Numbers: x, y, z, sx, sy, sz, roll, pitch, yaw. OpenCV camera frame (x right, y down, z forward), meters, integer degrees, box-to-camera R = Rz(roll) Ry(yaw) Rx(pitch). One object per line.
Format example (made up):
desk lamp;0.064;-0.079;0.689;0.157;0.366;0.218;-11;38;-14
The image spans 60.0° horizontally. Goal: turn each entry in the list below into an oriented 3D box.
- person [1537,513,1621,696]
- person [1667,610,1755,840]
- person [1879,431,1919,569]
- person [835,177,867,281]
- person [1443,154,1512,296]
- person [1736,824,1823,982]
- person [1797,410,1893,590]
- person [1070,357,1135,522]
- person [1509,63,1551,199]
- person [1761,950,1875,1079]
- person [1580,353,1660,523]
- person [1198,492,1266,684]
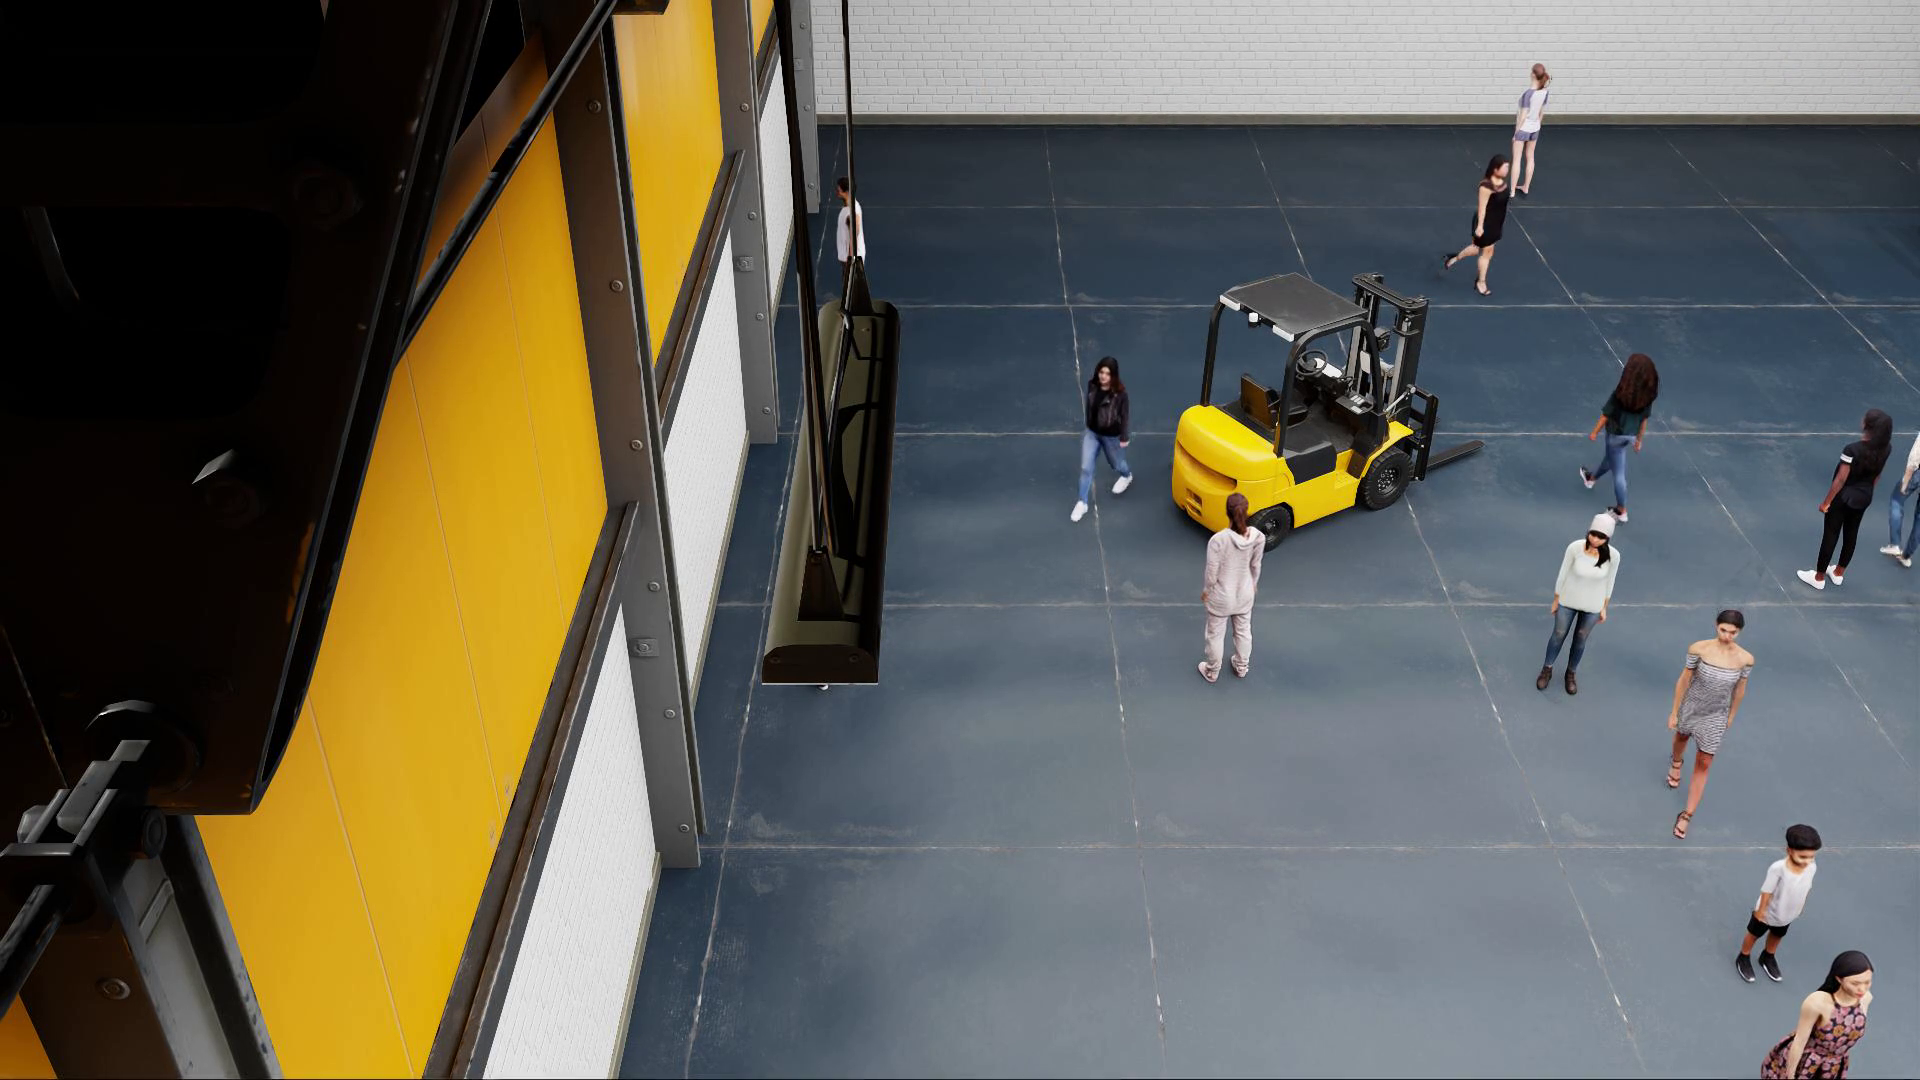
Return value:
person;4.914;0.484;13.176;0.622;1.652;0.583;9;35;14
person;5.338;1.200;11.990;0.904;1.773;1.189;13;36;19
person;8.514;-0.498;14.595;0.615;1.717;0.616;5;34;7
person;-1.201;-3.204;18.604;0.720;1.786;0.522;-4;34;-5
person;6.078;-3.696;19.424;0.988;1.698;0.969;21;39;29
person;5.310;2.328;10.758;0.497;1.257;0.510;-4;34;-5
person;7.690;-0.362;14.367;0.666;1.743;0.646;-8;34;-12
person;1.386;-0.994;15.456;1.041;1.590;1.189;23;40;30
person;7.484;-5.405;21.932;0.667;1.767;0.694;-16;37;-23
person;4.782;2.962;9.338;0.740;1.774;0.758;-9;35;-13
person;6.140;-0.913;15.349;0.785;1.573;1.128;-9;35;-13
person;2.163;0.396;13.275;0.690;1.689;0.645;-8;34;-11
